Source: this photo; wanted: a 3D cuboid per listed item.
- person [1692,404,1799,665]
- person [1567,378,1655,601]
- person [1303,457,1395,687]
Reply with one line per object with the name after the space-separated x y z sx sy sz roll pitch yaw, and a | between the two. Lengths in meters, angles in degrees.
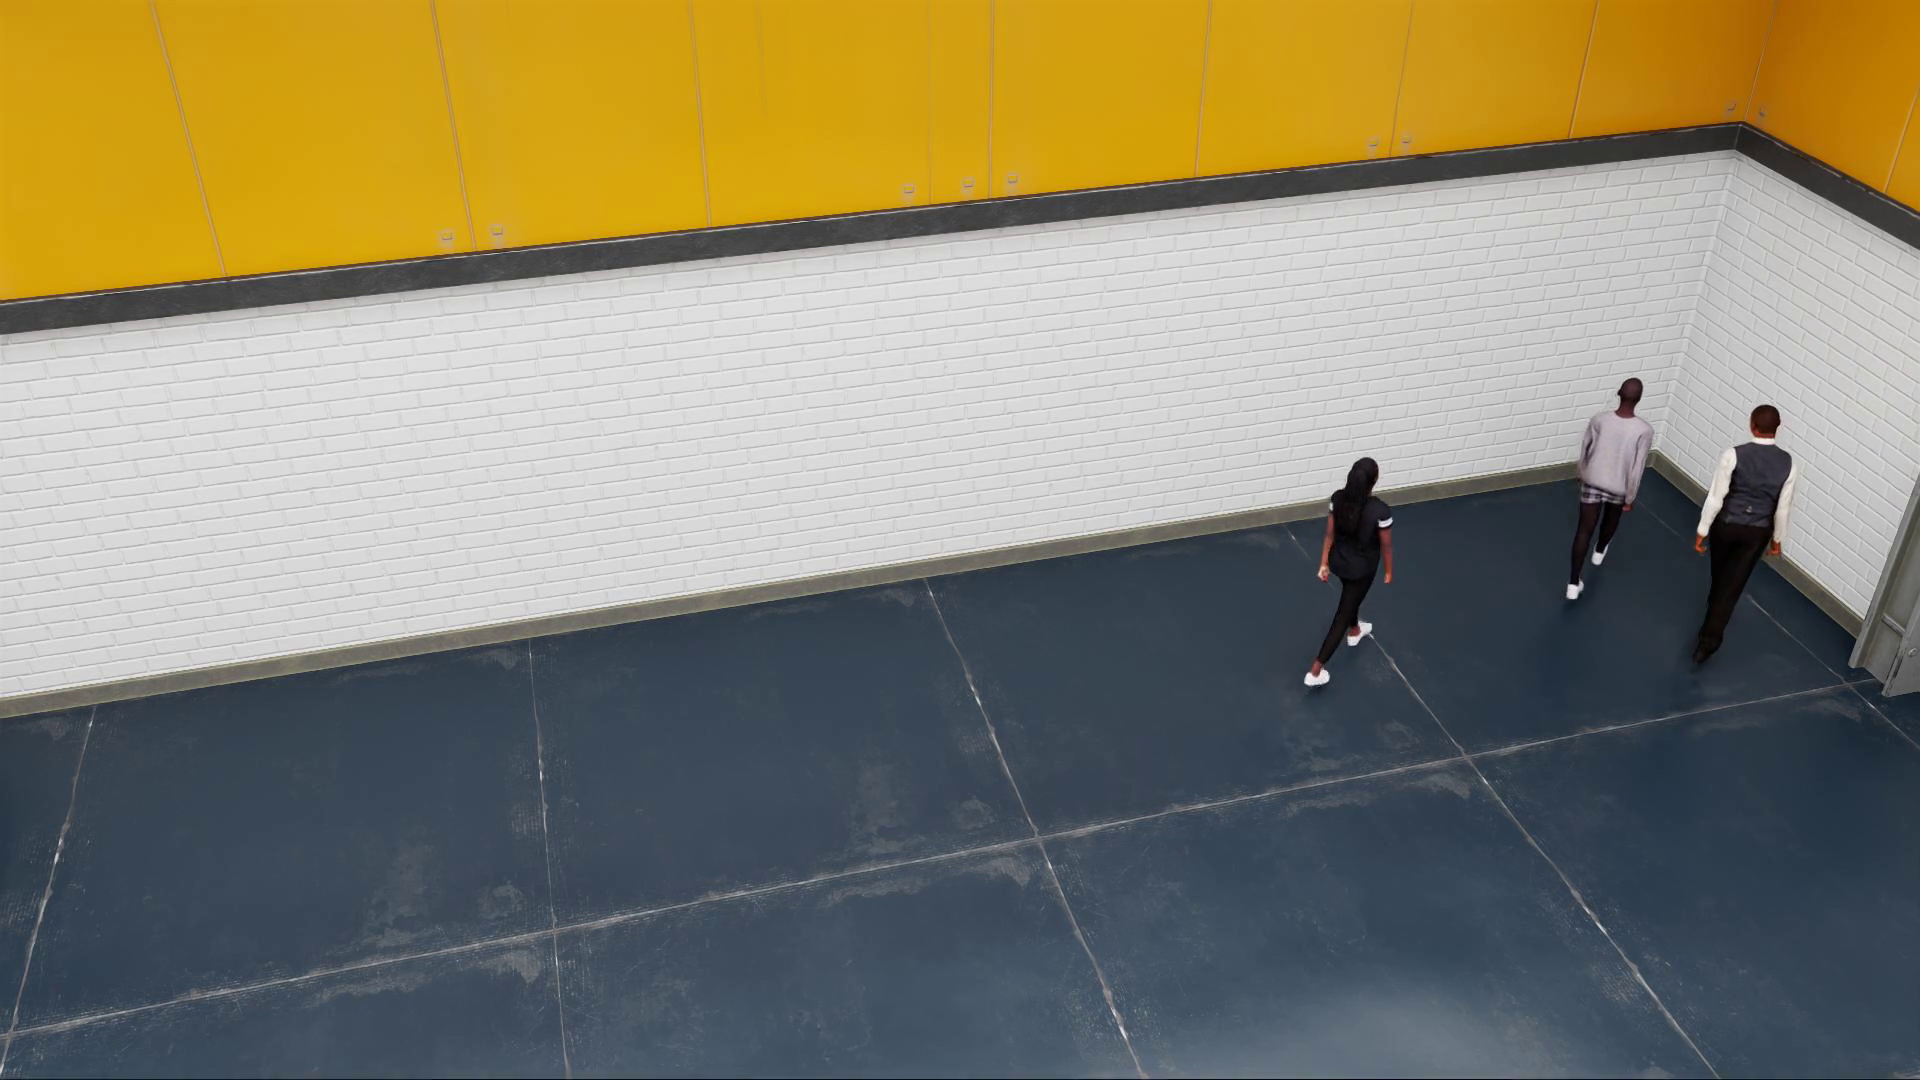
5.432 0.014 11.610 1.235 1.862 1.358 14 36 21 | person
4.742 -0.352 12.282 1.121 1.727 1.183 18 38 25 | person
2.661 0.250 11.413 1.058 1.686 1.199 -28 43 -35 | person
